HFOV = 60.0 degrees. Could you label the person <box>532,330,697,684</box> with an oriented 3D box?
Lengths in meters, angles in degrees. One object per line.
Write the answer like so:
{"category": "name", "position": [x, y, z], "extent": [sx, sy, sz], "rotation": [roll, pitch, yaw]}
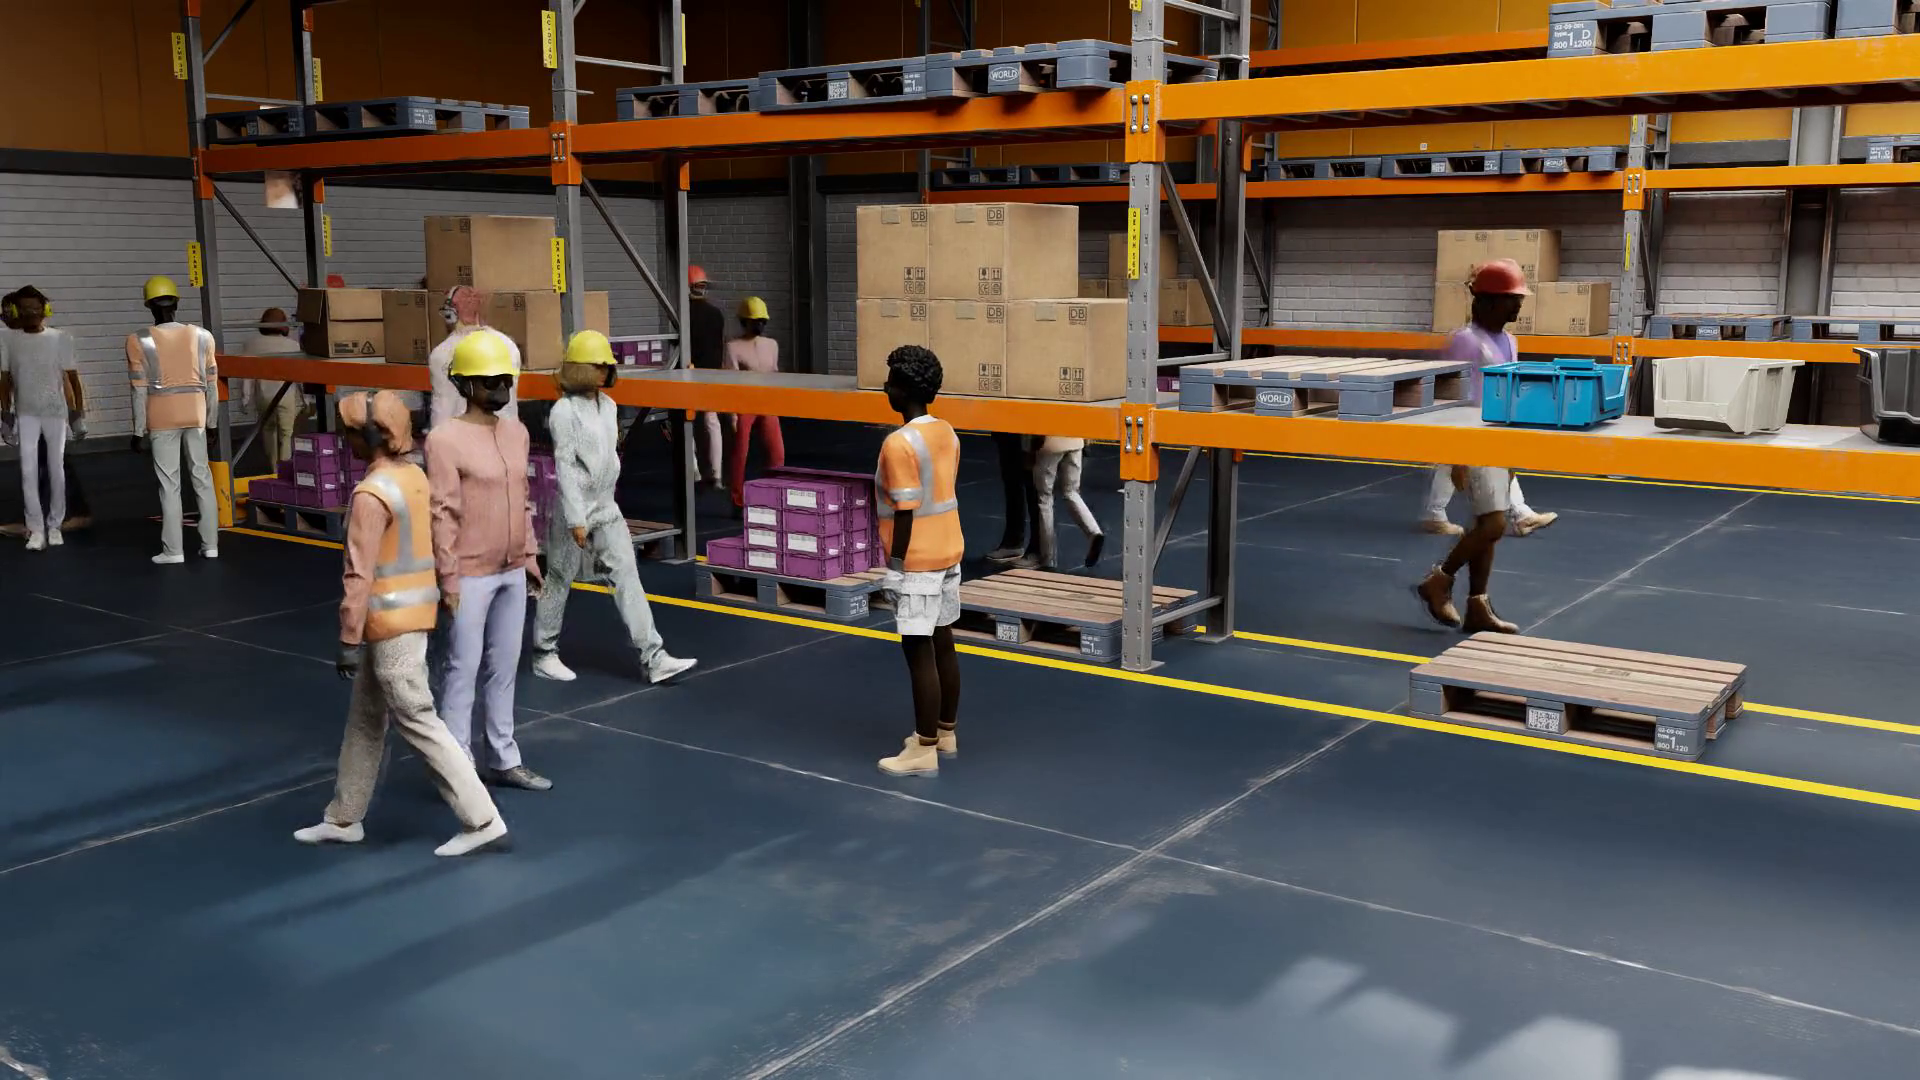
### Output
{"category": "person", "position": [-1.716, -0.136, 7.865], "extent": [0.910, 1.689, 0.509], "rotation": [5, 11, 26]}

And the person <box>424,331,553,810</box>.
{"category": "person", "position": [-1.736, 0.125, 6.162], "extent": [0.345, 1.769, 0.531], "rotation": [4, 10, 24]}

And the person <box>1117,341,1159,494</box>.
{"category": "person", "position": [1.556, -1.210, 14.442], "extent": [0.313, 1.639, 0.513], "rotation": [7, 12, 35]}

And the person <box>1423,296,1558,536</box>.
{"category": "person", "position": [3.858, -0.897, 12.094], "extent": [0.961, 1.794, 0.655], "rotation": [5, 11, 29]}

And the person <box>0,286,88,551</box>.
{"category": "person", "position": [-6.406, -0.838, 11.617], "extent": [0.546, 1.839, 0.817], "rotation": [-5, 11, -26]}

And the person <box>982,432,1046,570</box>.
{"category": "person", "position": [0.380, -0.796, 10.914], "extent": [0.396, 1.993, 0.618], "rotation": [-5, 11, -29]}

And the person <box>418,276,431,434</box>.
{"category": "person", "position": [-5.442, -1.789, 17.148], "extent": [0.648, 1.893, 0.539], "rotation": [4, 10, 25]}

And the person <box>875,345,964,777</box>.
{"category": "person", "position": [-0.161, 0.084, 6.556], "extent": [0.322, 1.697, 0.535], "rotation": [4, 10, 21]}

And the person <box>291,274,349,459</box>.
{"category": "person", "position": [-6.391, -1.696, 16.571], "extent": [0.558, 1.899, 0.886], "rotation": [4, 10, 24]}

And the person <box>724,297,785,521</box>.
{"category": "person", "position": [-1.533, -0.980, 12.763], "extent": [0.559, 1.736, 0.753], "rotation": [-9, 13, -42]}

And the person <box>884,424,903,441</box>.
{"category": "person", "position": [-0.465, -1.527, 15.855], "extent": [0.623, 1.805, 0.925], "rotation": [-5, 11, -25]}

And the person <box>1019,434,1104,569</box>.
{"category": "person", "position": [0.681, -0.589, 10.809], "extent": [0.560, 1.616, 0.566], "rotation": [-6, 12, -34]}

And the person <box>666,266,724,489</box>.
{"category": "person", "position": [-2.352, -1.436, 14.784], "extent": [0.587, 1.971, 0.648], "rotation": [7, 12, 36]}

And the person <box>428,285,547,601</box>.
{"category": "person", "position": [-2.786, -0.538, 9.689], "extent": [0.709, 1.887, 0.653], "rotation": [7, 12, 34]}

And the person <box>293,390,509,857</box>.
{"category": "person", "position": [-1.916, 0.291, 5.613], "extent": [0.776, 1.602, 0.524], "rotation": [-1, 10, -3]}

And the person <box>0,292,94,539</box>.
{"category": "person", "position": [-6.782, -0.901, 12.148], "extent": [0.529, 1.785, 0.903], "rotation": [4, 10, 22]}

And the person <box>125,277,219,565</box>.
{"category": "person", "position": [-5.244, -0.787, 11.097], "extent": [0.382, 1.917, 0.585], "rotation": [8, 12, 40]}

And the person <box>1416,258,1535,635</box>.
{"category": "person", "position": [2.823, -0.482, 8.927], "extent": [0.447, 2.033, 0.629], "rotation": [8, 13, 41]}

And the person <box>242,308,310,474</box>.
{"category": "person", "position": [-6.005, -1.234, 14.644], "extent": [0.539, 1.610, 0.602], "rotation": [-2, 10, -9]}

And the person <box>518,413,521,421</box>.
{"category": "person", "position": [-5.792, -2.389, 20.531], "extent": [0.641, 1.944, 0.744], "rotation": [2, 10, 14]}
